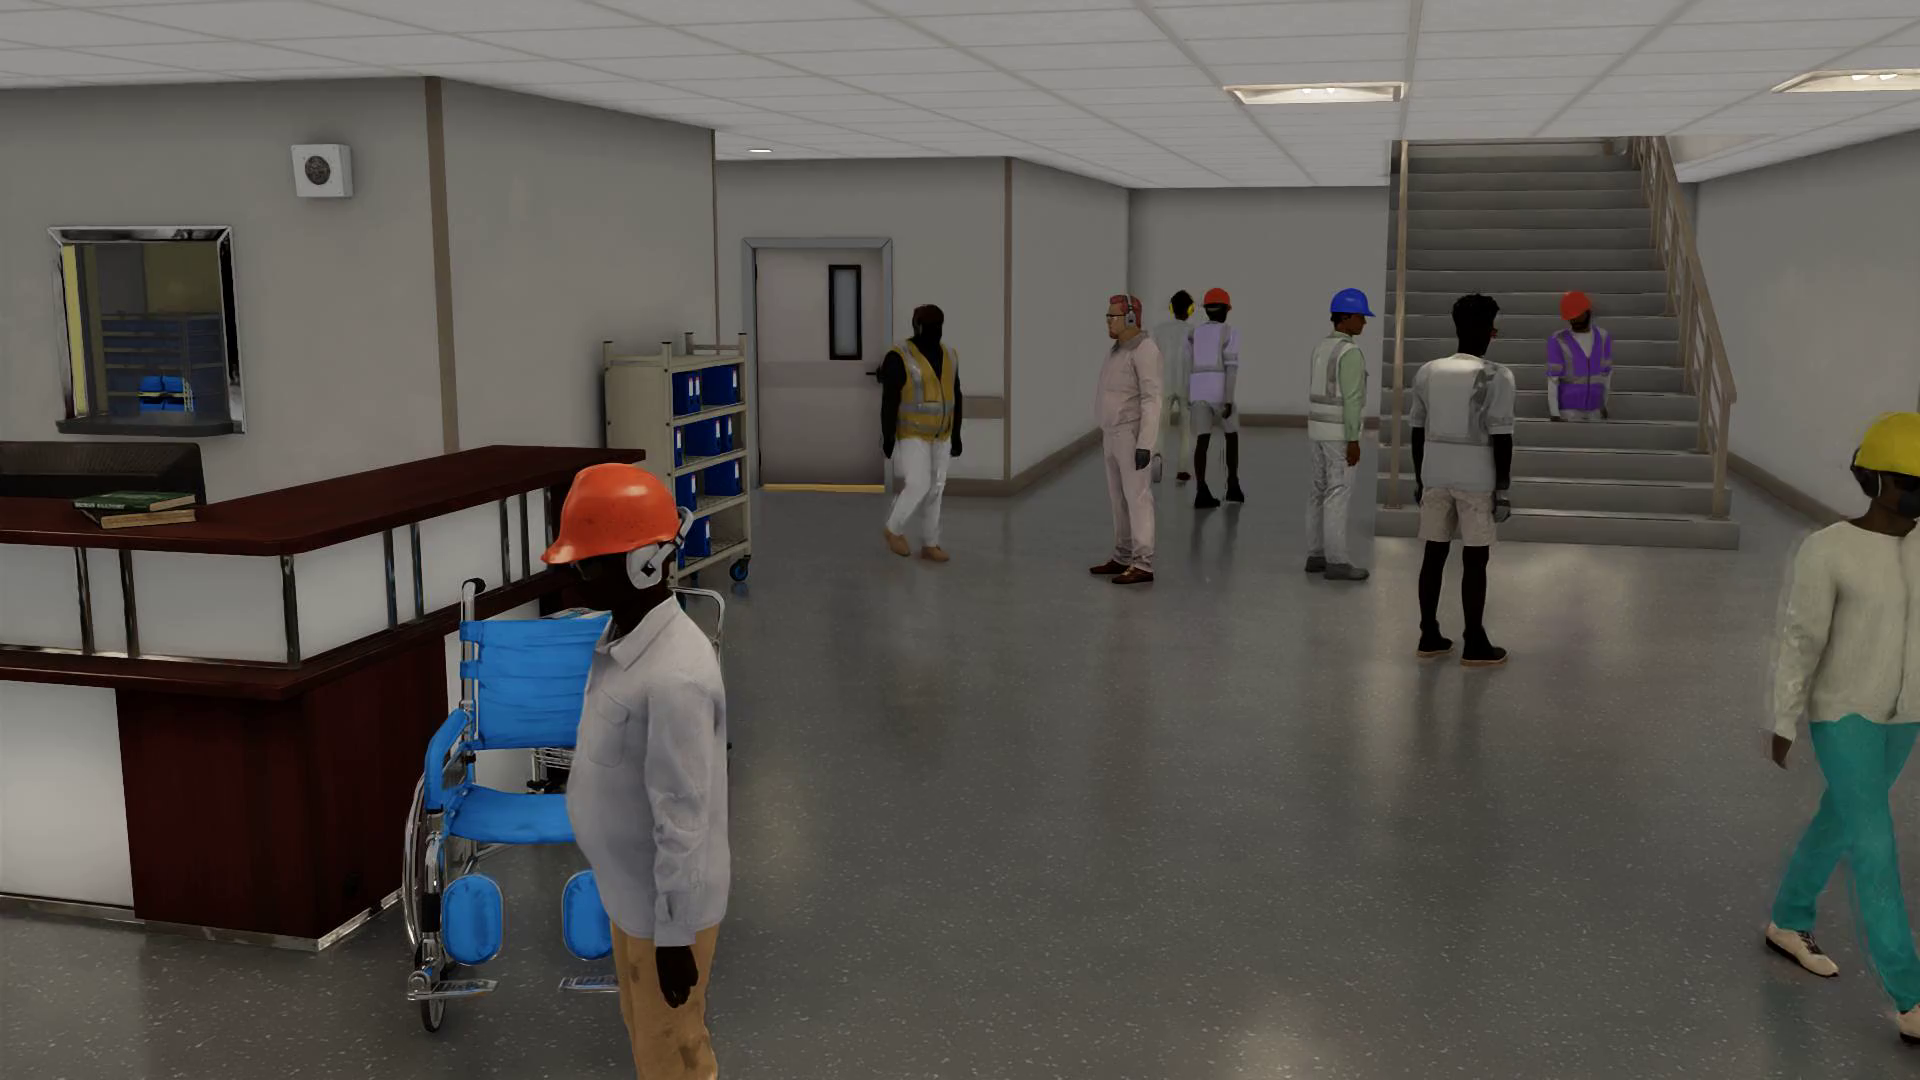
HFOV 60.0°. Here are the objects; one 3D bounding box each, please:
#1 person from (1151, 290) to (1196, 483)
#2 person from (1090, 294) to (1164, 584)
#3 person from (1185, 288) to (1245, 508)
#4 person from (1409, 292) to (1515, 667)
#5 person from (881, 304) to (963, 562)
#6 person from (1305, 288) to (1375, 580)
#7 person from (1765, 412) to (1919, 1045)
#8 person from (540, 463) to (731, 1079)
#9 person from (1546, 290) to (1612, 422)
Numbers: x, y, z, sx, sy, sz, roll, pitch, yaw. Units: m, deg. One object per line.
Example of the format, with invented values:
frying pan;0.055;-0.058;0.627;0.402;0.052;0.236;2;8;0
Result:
person;2.033;-1.446;15.821;0.517;1.845;0.763;3;10;19
person;1.090;-0.667;11.036;0.402;1.906;0.652;-3;10;-17
person;2.168;-1.236;14.444;0.544;1.876;0.766;6;11;33
person;2.656;-0.319;8.806;0.370;1.965;0.608;-8;12;-38
person;-0.255;-0.745;11.717;0.633;1.830;0.438;-9;13;-42
person;2.540;-0.709;11.170;0.403;1.944;0.605;-2;10;-11
person;2.615;0.502;4.682;0.543;1.711;0.895;-2;10;-14
person;-0.660;0.705;3.435;0.352;1.743;0.564;-4;10;-22
person;5.142;-1.109;13.703;0.706;1.885;0.485;-2;10;-11
